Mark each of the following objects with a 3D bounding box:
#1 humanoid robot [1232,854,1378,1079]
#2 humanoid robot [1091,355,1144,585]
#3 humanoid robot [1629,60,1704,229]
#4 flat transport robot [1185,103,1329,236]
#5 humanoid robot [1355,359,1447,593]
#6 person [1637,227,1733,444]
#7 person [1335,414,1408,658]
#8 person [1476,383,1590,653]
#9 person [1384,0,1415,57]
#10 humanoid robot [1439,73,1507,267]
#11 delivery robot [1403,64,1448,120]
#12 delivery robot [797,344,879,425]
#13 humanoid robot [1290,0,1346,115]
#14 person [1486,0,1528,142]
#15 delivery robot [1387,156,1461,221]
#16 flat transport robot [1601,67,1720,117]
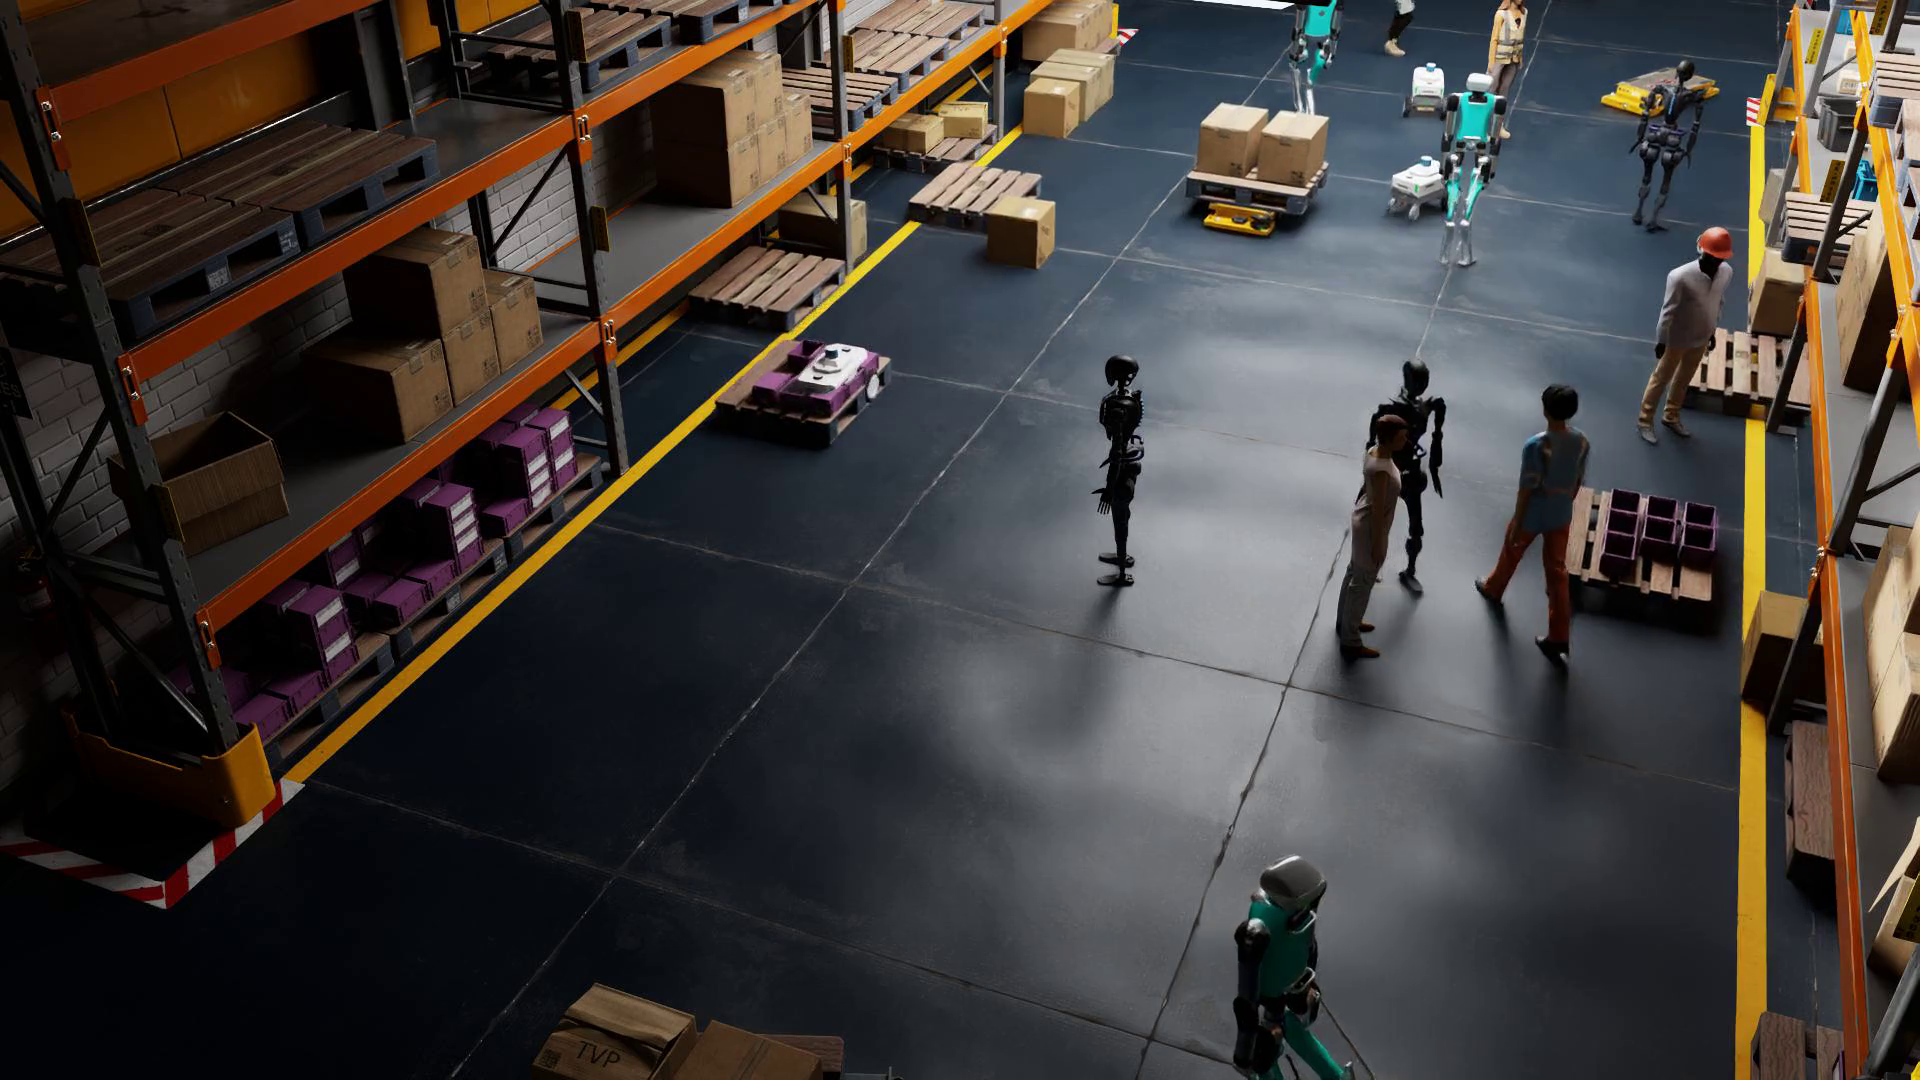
[{"bbox_3d":[1.542,2.168,6.918,0.990,1.779,0.533,26,41,34],"label":"humanoid robot"},{"bbox_3d":[1.050,-0.468,11.006,0.315,1.657,0.599,6,33,9],"label":"humanoid robot"},{"bbox_3d":[6.893,-3.888,16.310,0.602,1.651,0.329,21,38,29],"label":"humanoid robot"},{"bbox_3d":[3.016,-3.468,16.959,0.659,0.231,1.431,14,35,21],"label":"flat transport robot"},{"bbox_3d":[2.905,-0.424,10.946,0.591,1.648,0.476,-8,34,-12],"label":"humanoid robot"},{"bbox_3d":[5.543,-1.554,12.630,0.571,1.746,0.345,-11,34,-16],"label":"person"},{"bbox_3d":[2.577,-0.045,10.376,0.272,1.659,0.464,4,33,6],"label":"person"},{"bbox_3d":[3.693,-0.149,10.498,0.526,1.710,0.971,-7,34,-11],"label":"person"},{"bbox_3d":[5.646,-6.975,21.084,0.385,1.684,0.534,14,35,20],"label":"person"},{"bbox_3d":[4.695,-3.360,15.425,0.538,1.779,0.744,8,34,12],"label":"humanoid robot"},{"bbox_3d":[5.475,-5.266,19.481,0.499,0.598,0.798,7,34,11],"label":"delivery robot"},{"bbox_3d":[-1.002,-1.276,13.321,0.499,0.614,0.797,12,35,18],"label":"delivery robot"},{"bbox_3d":[3.971,-5.563,18.854,0.539,1.732,0.999,0,33,0],"label":"humanoid robot"},{"bbox_3d":[6.038,-5.318,18.431,0.462,1.778,0.305,-16,36,-23],"label":"person"},{"bbox_3d":[4.705,-3.610,16.887,0.744,0.564,0.499,-25,41,-33],"label":"delivery robot"},{"bbox_3d":[8.391,-5.362,19.890,1.431,0.231,0.659,-22,39,-30],"label":"flat transport robot"}]
